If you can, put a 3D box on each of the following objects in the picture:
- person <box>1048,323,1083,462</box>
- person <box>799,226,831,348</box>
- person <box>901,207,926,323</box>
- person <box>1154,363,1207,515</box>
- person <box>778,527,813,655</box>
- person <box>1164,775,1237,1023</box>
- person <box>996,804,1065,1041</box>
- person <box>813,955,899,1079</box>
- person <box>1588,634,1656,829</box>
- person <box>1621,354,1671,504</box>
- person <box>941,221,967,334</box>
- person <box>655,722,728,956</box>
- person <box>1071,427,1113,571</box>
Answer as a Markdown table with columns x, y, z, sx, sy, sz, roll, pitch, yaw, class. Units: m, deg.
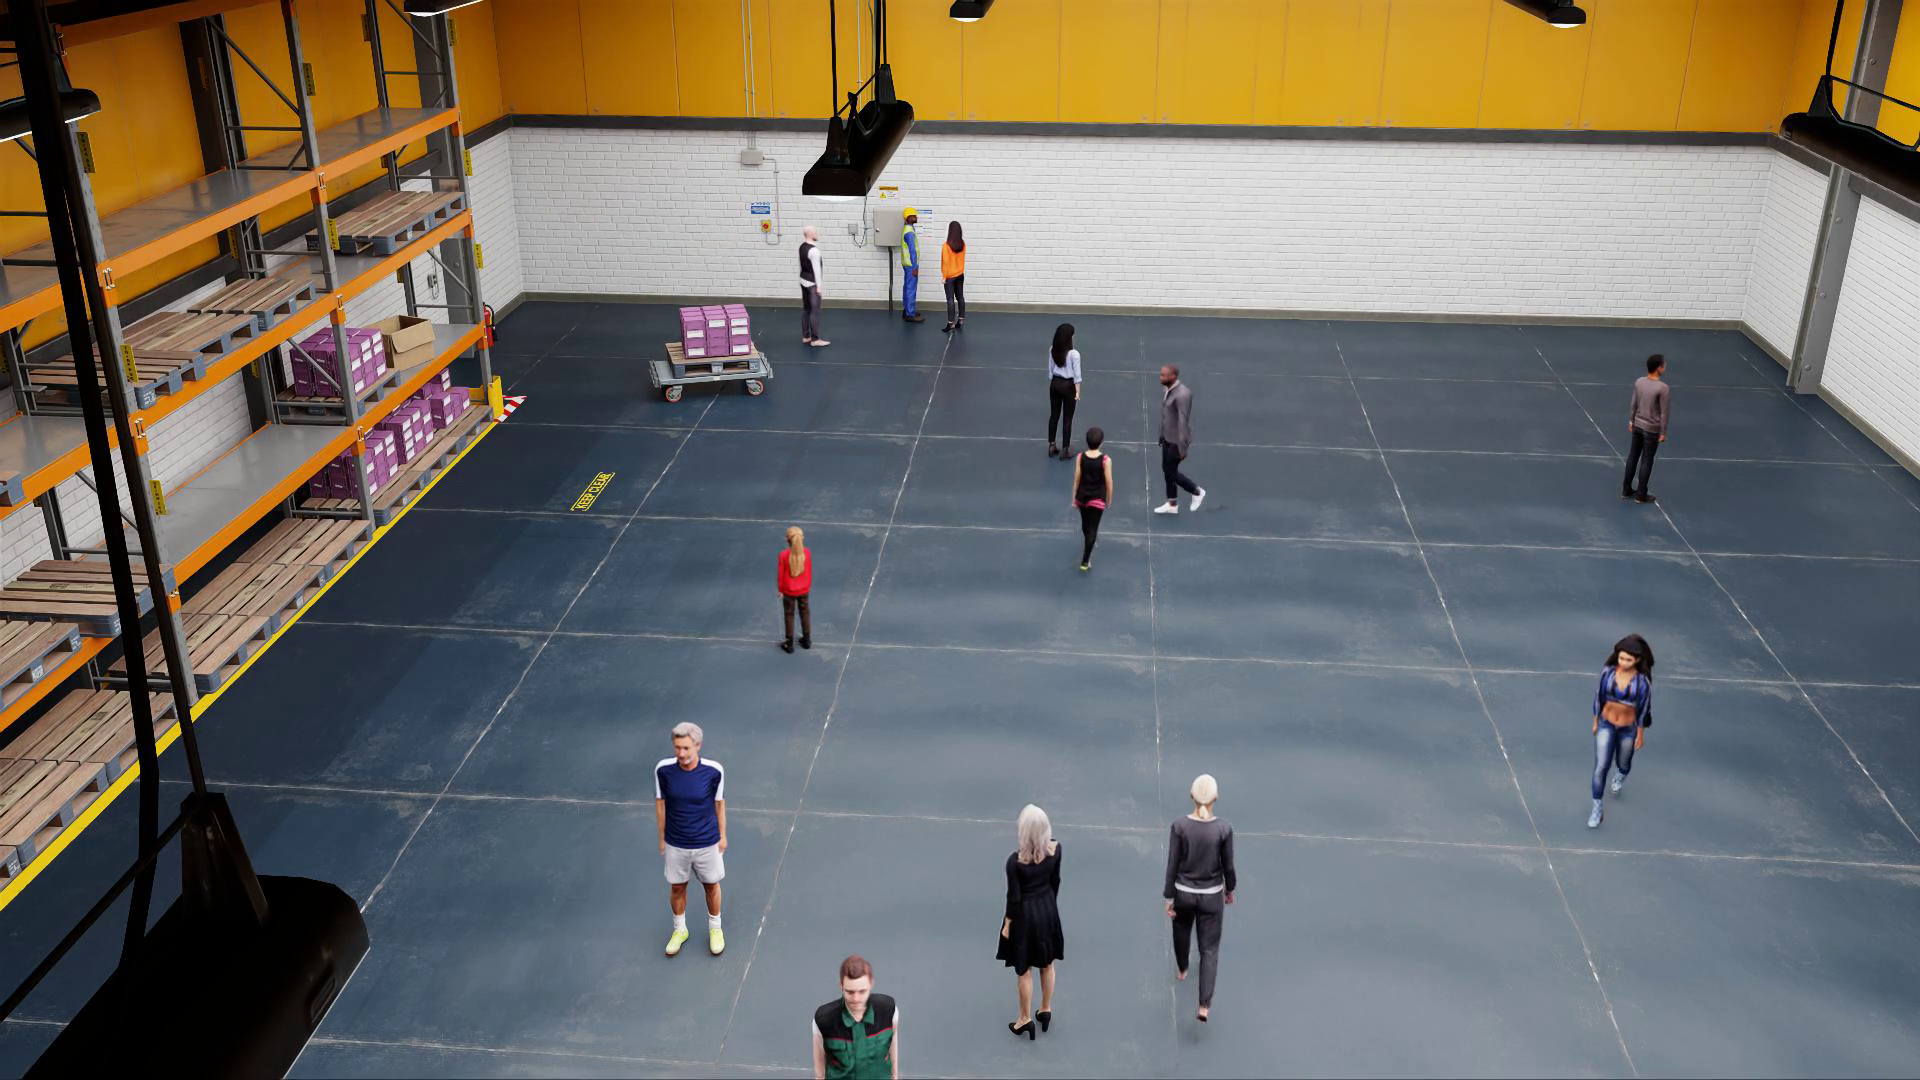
| x | y | z | sx | sy | sz | roll | pitch | yaw | class |
| --- | --- | --- | --- | --- | --- | --- | --- | --- | --- |
| 1.279 | -1.862 | 20.756 | 0.723 | 1.744 | 0.738 | 17 | 29 | 34 | person |
| -2.251 | -3.856 | 25.220 | 0.841 | 1.822 | 0.751 | -14 | 27 | -29 | person |
| -0.785 | -4.401 | 26.477 | 0.780 | 1.813 | 0.609 | -4 | 24 | -9 | person |
| 2.555 | -1.146 | 19.061 | 0.955 | 1.791 | 0.871 | -6 | 24 | -14 | person |
| -1.578 | 0.468 | 16.001 | 0.576 | 1.283 | 0.615 | -11 | 26 | -24 | person |
| 1.579 | 2.398 | 11.077 | 0.685 | 1.692 | 1.065 | 5 | 24 | 10 | person |
| 0.468 | 2.477 | 10.826 | 0.699 | 1.747 | 0.739 | -14 | 27 | -29 | person |
| -0.569 | 3.093 | 9.301 | 0.722 | 1.841 | 0.700 | -7 | 25 | -15 | person |
| 5.278 | 1.492 | 13.274 | 0.907 | 1.592 | 1.103 | 14 | 27 | 29 | person |
| 8.026 | -1.311 | 19.469 | 0.672 | 1.766 | 0.780 | 21 | 31 | 39 | person |
| -0.089 | -4.111 | 25.894 | 0.771 | 1.748 | 0.690 | 21 | 31 | 39 | person |
| -1.874 | 2.068 | 11.648 | 0.651 | 1.838 | 0.573 | 0 | 24 | 0 | person |
| 1.377 | -0.416 | 17.736 | 0.780 | 1.513 | 1.074 | 8 | 25 | 18 | person |
